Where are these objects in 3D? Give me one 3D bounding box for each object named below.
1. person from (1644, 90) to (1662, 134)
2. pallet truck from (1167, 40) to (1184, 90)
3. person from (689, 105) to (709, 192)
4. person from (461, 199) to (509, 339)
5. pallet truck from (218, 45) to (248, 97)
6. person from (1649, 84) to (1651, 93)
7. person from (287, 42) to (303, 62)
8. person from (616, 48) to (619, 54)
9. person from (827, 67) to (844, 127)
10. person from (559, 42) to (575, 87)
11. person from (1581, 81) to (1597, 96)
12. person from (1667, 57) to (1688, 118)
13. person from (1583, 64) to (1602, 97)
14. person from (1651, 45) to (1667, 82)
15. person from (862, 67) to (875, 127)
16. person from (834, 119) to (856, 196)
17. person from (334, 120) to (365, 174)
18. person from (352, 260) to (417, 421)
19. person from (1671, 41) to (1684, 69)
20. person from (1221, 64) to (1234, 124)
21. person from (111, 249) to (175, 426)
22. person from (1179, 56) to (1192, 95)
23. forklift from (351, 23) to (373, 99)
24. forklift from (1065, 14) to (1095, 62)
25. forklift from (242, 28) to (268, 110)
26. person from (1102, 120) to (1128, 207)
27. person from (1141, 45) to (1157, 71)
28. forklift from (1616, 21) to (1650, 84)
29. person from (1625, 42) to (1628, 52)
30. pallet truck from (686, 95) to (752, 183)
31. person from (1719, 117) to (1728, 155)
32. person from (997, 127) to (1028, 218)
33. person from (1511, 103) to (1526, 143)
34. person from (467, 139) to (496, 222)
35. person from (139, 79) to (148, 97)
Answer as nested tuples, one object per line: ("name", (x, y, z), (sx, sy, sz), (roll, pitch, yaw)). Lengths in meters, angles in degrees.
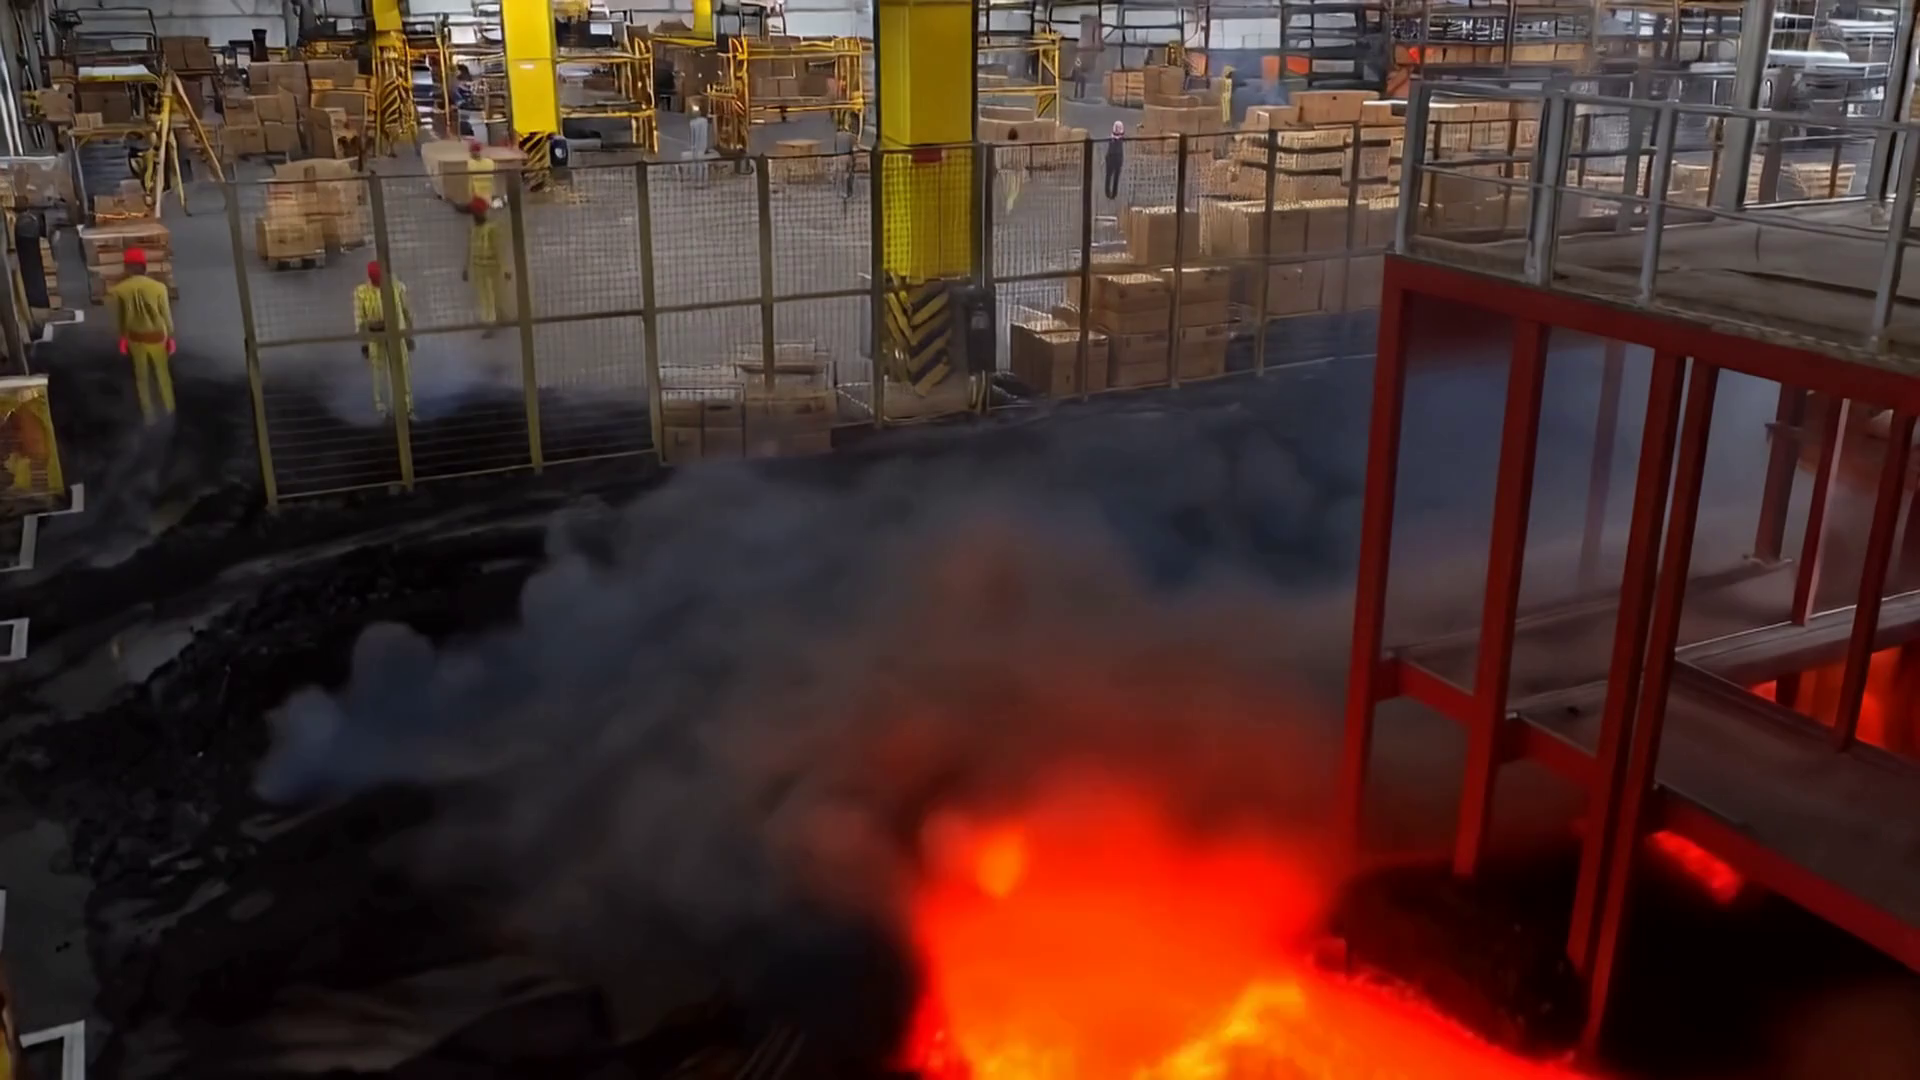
("person", (18.947, -11.402, 45.481), (0.530, 1.720, 0.914), (3, 19, 9))
("pallet truck", (9.045, -19.971, 69.895), (0.823, 1.965, 1.885), (-3, 19, -8))
("person", (-5.980, -8.945, 38.024), (0.355, 1.936, 0.637), (7, 20, 20))
("person", (-6.617, -3.828, 23.262), (0.629, 1.903, 0.997), (3, 19, 10))
("pallet truck", (-28.879, -18.665, 66.111), (0.823, 1.965, 1.885), (-3, 19, -9))
("person", (22.501, -14.571, 54.800), (0.411, 1.619, 0.522), (-11, 22, -29))
("person", (-28.197, -20.180, 70.628), (0.634, 1.913, 0.662), (0, 19, 0))
("person", (-14.826, -20.839, 72.597), (0.542, 1.887, 1.026), (16, 25, 39))
("person", (-3.961, -14.292, 53.622), (0.594, 1.876, 0.984), (9, 21, 24))
("person", (-16.935, -20.459, 71.496), (0.631, 1.889, 1.028), (7, 20, 20))
("person", (18.049, -12.295, 47.733), (0.359, 1.939, 0.542), (-10, 21, -26))
("person", (24.453, -15.430, 56.736), (0.626, 1.991, 0.390), (6, 20, 16))
("person", (19.812, -13.868, 52.138), (0.539, 2.000, 0.689), (2, 19, 5))
("person", (31.252, -21.242, 74.167), (0.532, 1.596, 0.787), (-8, 21, -23))
("person", (-2.911, -14.263, 53.540), (0.574, 1.876, 0.355), (17, 25, 41))
("person", (-2.593, -8.614, 37.445), (0.533, 1.690, 0.321), (7, 20, 19))
("person", (-12.612, -7.705, 34.427), (0.547, 1.938, 0.379), (-8, 21, -22))
("person", (-6.491, -2.262, 18.815), (0.639, 1.832, 0.429), (-11, 22, -30))
("person", (31.284, -20.796, 72.468), (0.676, 1.881, 0.653), (-8, 21, -22))
("person", (8.760, -14.558, 54.328), (0.371, 1.915, 0.597), (-1, 19, -3))
("person", (-9.185, -2.292, 18.744), (0.629, 1.936, 1.089), (-6, 20, -17))
("person", (8.756, -17.990, 64.723), (0.515, 1.627, 0.362), (-2, 19, -7))
("forklift", (-23.202, -18.723, 64.945), (1.129, 2.768, 1.873), (13, 23, 33))
("forklift", (5.939, -23.321, 78.274), (1.873, 2.768, 1.129), (-9, 21, -25))
("forklift", (-24.981, -16.906, 59.677), (1.873, 2.768, 1.129), (-9, 21, -25))
("person", (3.325, -8.069, 35.645), (0.530, 1.828, 0.376), (-1, 19, -2))
("person", (7.908, -19.669, 69.312), (0.659, 1.805, 0.668), (-3, 19, -8))
("forklift", (27.040, -19.597, 67.478), (1.873, 2.768, 1.129), (-9, 21, -25))
("person", (30.409, -22.026, 75.834), (0.636, 2.005, 0.893), (-9, 21, -24))
("pallet truck", (-5.836, -9.608, 39.856), (0.823, 1.965, 1.885), (10, 22, 27))
("person", (16.161, -7.950, 35.158), (0.384, 1.927, 0.544), (11, 22, 28))
("person", (1.072, -7.548, 34.172), (0.635, 1.812, 0.879), (7, 20, 20))
("person", (13.198, -9.356, 39.305), (0.905, 1.884, 0.598), (17, 25, 41))
("person", (-8.855, -6.488, 30.941), (0.590, 1.910, 0.600), (7, 20, 20))
("person", (-25.145, -13.427, 51.482), (0.523, 1.631, 0.323), (9, 21, 24))
